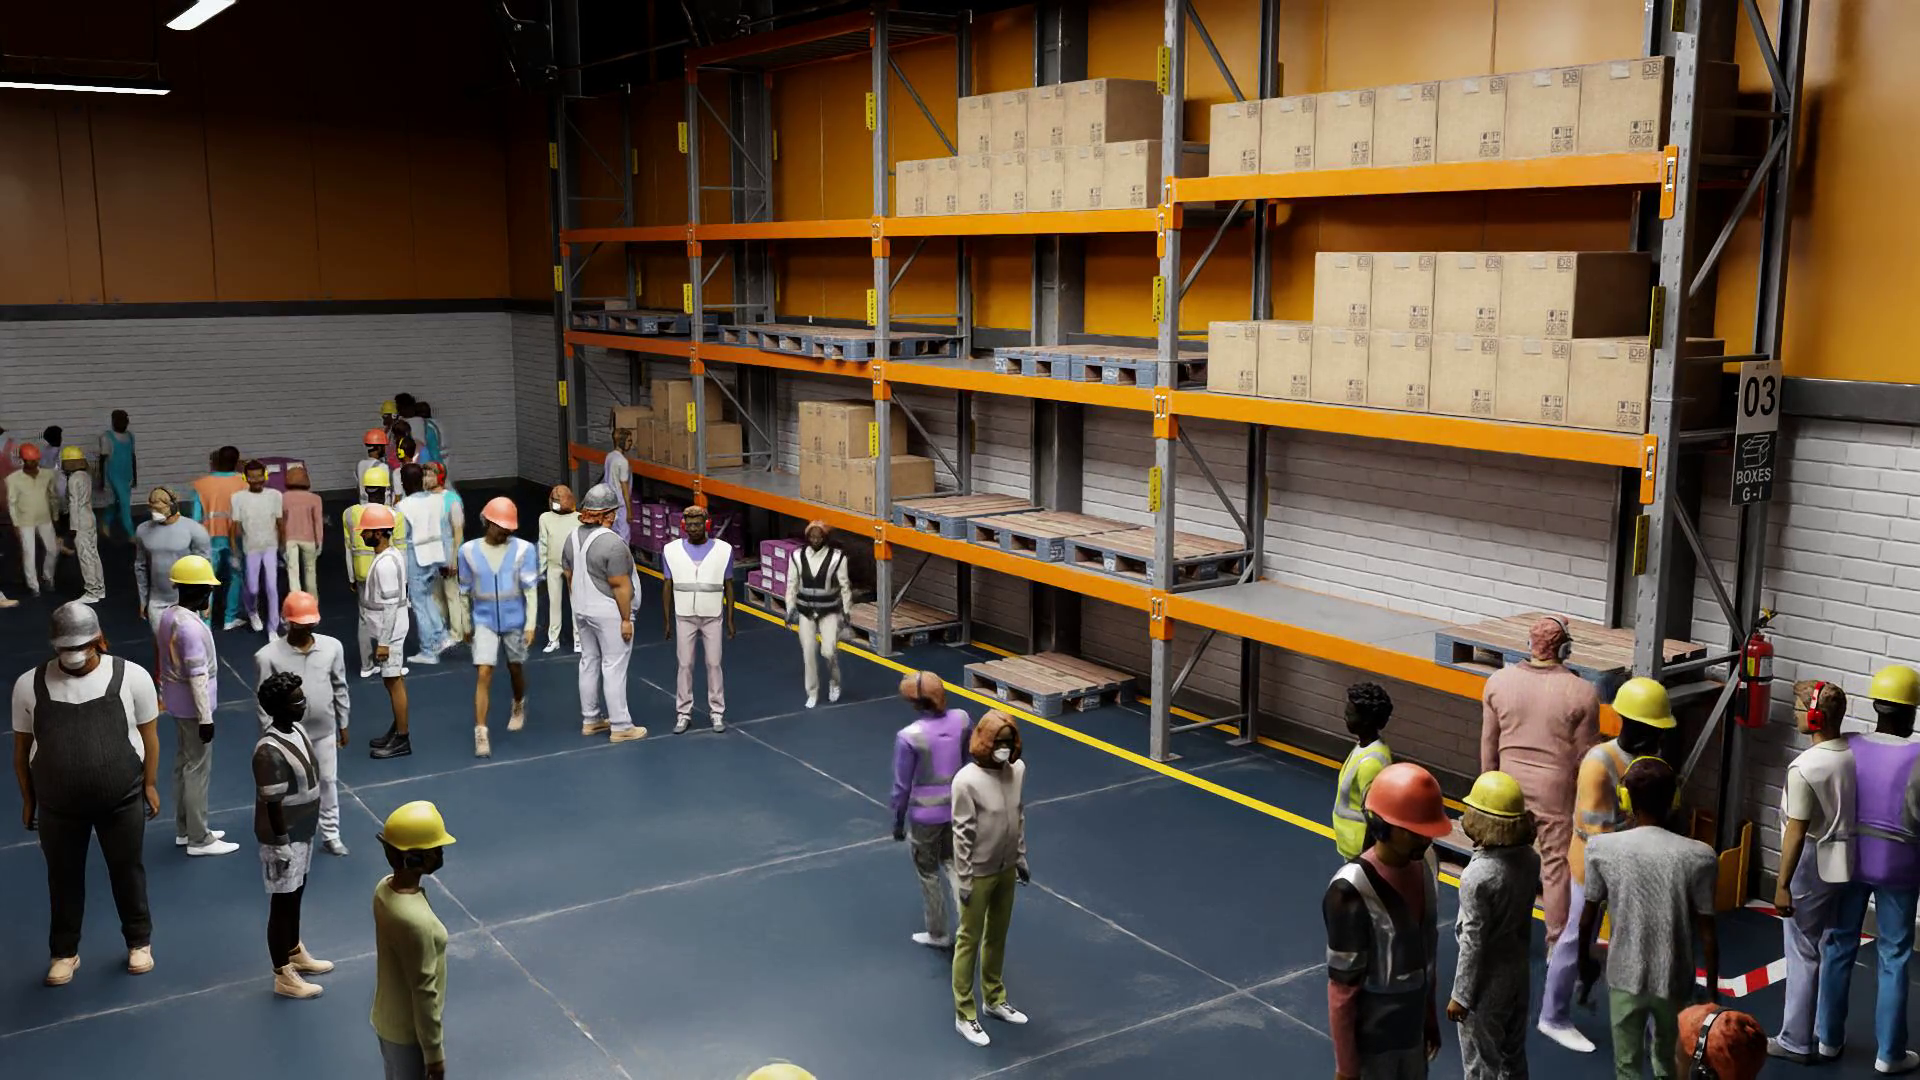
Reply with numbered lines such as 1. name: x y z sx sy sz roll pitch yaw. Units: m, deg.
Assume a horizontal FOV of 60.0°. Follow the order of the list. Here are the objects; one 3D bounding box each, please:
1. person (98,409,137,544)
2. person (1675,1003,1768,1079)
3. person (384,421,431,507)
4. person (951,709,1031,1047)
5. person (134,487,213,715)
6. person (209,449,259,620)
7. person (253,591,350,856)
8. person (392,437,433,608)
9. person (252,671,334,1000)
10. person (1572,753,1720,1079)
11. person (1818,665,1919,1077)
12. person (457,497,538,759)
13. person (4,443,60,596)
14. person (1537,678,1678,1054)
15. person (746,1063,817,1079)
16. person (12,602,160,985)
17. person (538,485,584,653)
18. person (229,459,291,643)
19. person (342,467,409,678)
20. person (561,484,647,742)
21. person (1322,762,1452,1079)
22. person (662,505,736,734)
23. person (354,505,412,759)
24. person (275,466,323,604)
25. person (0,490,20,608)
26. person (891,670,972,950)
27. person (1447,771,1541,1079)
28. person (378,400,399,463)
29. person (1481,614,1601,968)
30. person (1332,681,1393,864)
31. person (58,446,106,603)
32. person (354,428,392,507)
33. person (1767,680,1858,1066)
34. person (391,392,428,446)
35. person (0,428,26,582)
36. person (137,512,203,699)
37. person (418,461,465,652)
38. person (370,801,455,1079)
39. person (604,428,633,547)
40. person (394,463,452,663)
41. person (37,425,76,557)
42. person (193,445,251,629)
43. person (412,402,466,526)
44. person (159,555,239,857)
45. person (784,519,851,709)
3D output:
1. person: -11.254 -0.857 22.152 0.872 1.809 0.549 4 10 22
2. person: 1.984 2.131 4.399 0.575 1.878 0.359 -5 11 -25
3. person: -6.752 -0.530 20.202 0.629 1.819 0.724 1 10 7
4. person: 0.154 1.618 8.115 0.281 1.633 0.498 9 13 42
5. person: -6.505 0.504 13.781 0.634 1.930 0.357 1 10 4
6. person: -7.539 -0.057 17.430 0.650 1.815 0.580 5 11 26
7. person: -4.094 1.171 10.425 0.569 1.742 0.350 -8 12 -39
8. person: -5.964 -0.192 18.083 0.326 1.863 0.509 5 11 26
9. person: -3.456 1.506 8.585 0.317 1.696 0.538 -1 10 -9
10. person: 2.728 1.772 6.618 0.529 1.837 0.573 3 10 19
11. person: 4.296 1.529 7.784 0.593 1.922 0.384 9 13 43
12. person: -3.590 0.623 12.981 0.601 1.988 1.027 -2 10 -12
13. person: -10.359 -0.226 18.634 0.413 1.737 0.565 8 13 40
14. person: 3.129 1.557 7.731 0.612 1.880 0.909 -7 12 -36
15. person: -0.481 2.157 4.159 0.598 1.906 0.660 -9 13 -42
16. person: -4.562 1.313 8.712 0.688 2.000 0.537 -4 10 -21
17. person: -3.806 0.275 15.995 0.498 1.633 0.282 1 10 3
18. person: -6.960 0.089 16.495 0.573 1.843 0.635 -6 11 -30
19. person: -5.251 0.302 15.019 0.582 1.919 0.392 1 10 4
20. person: -2.777 0.559 13.138 0.678 2.000 0.537 8 12 39
21. person: 1.561 1.777 6.034 0.613 2.031 0.403 -9 13 -43
22. person: -2.084 0.628 13.304 0.575 1.843 0.375 -1 10 -6
23. person: -4.379 0.692 12.656 0.357 1.938 0.543 -3 10 -17
24. person: -7.017 0.013 17.654 0.514 1.586 0.846 -3 10 -18
25. person: -10.541 -0.177 18.031 0.506 1.846 0.350 8 13 39
26. person: -0.115 1.479 9.001 0.548 1.607 0.439 -8 13 -39
27. person: 2.150 1.790 6.786 0.488 1.744 0.296 -9 13 -42
28. person: -7.839 -1.028 23.090 0.403 1.825 0.592 -7 12 -36
29. person: 3.132 1.340 8.944 0.639 1.911 0.402 9 13 41
30. person: 2.025 1.546 8.352 0.315 1.695 0.541 2 10 12
31. person: -9.701 -0.172 18.337 0.339 1.737 0.484 -2 10 -11
32. person: -6.391 -0.261 18.290 0.543 1.929 0.385 8 12 38
33. person: 4.045 1.568 7.824 0.559 1.836 0.394 -6 11 -32
34. person: -7.560 -1.058 22.906 0.468 1.942 0.649 5 11 29
35. person: -11.238 -0.521 19.478 0.850 2.000 0.787 7 12 35
36. person: -6.773 0.500 14.324 0.526 1.758 0.352 -4 10 -22
37. person: -5.007 0.150 16.104 0.563 1.847 0.389 8 12 38
38. person: -2.068 1.854 6.361 0.340 1.760 0.525 -6 11 -31
39. person: -3.943 -0.389 19.327 0.351 1.834 0.518 -7 12 -34
40. person: -5.036 0.226 15.511 0.449 1.898 0.598 4 10 20
41. person: -11.416 -0.608 21.049 0.594 1.668 0.420 3 10 19
42. person: -7.519 -0.022 17.039 0.627 1.880 0.502 -2 10 -12
43. person: -7.410 -1.031 23.247 0.959 1.783 0.645 -1 10 -7
44. person: -4.868 1.048 10.604 0.375 1.922 0.594 -7 12 -37
45. person: -1.195 0.623 13.983 0.533 1.625 0.371 2 10 10
